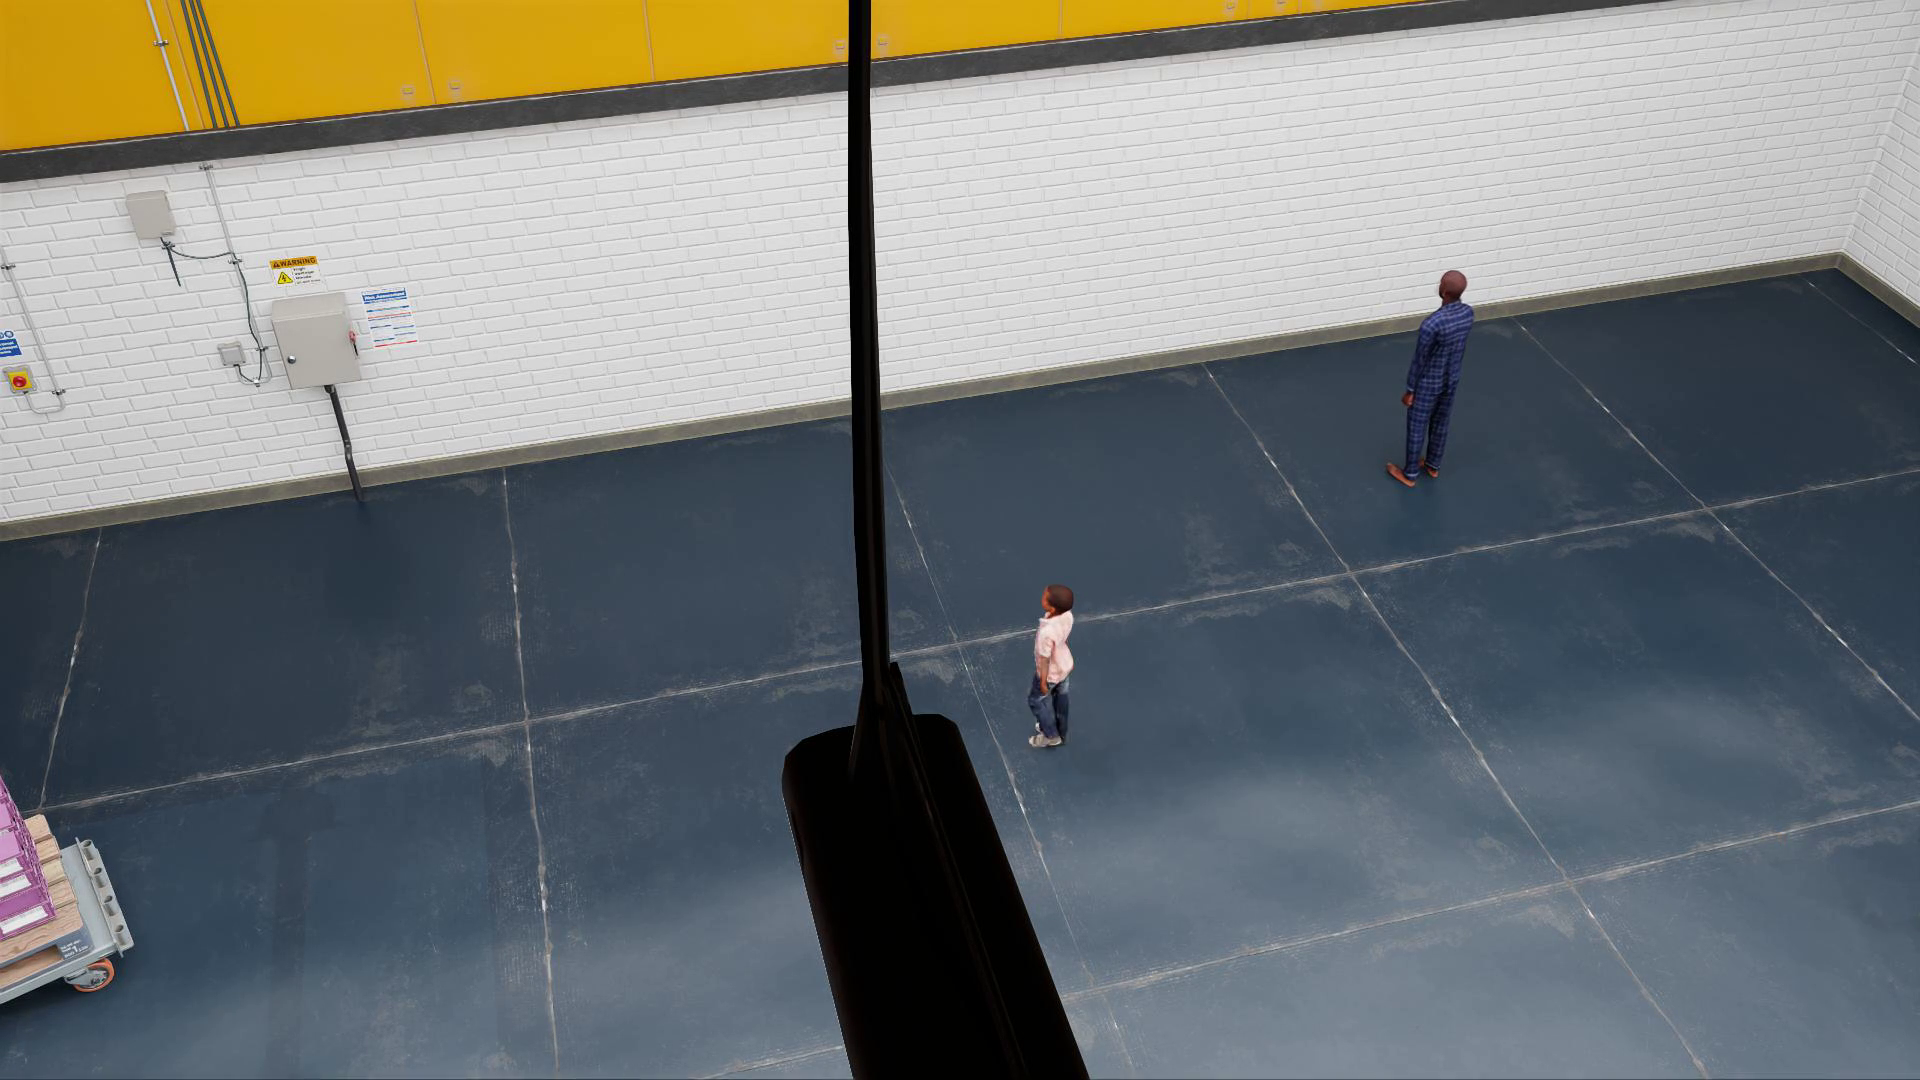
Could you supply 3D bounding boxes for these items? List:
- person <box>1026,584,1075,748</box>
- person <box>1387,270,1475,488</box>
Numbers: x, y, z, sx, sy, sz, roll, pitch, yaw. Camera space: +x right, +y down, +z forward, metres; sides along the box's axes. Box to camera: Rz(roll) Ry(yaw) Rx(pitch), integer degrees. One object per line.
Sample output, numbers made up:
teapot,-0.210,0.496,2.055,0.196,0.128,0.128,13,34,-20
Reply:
person,0.639,0.817,10.471,0.617,1.302,0.569,24,44,27
person,3.615,-1.229,12.620,0.725,1.818,0.695,-21,43,-24
